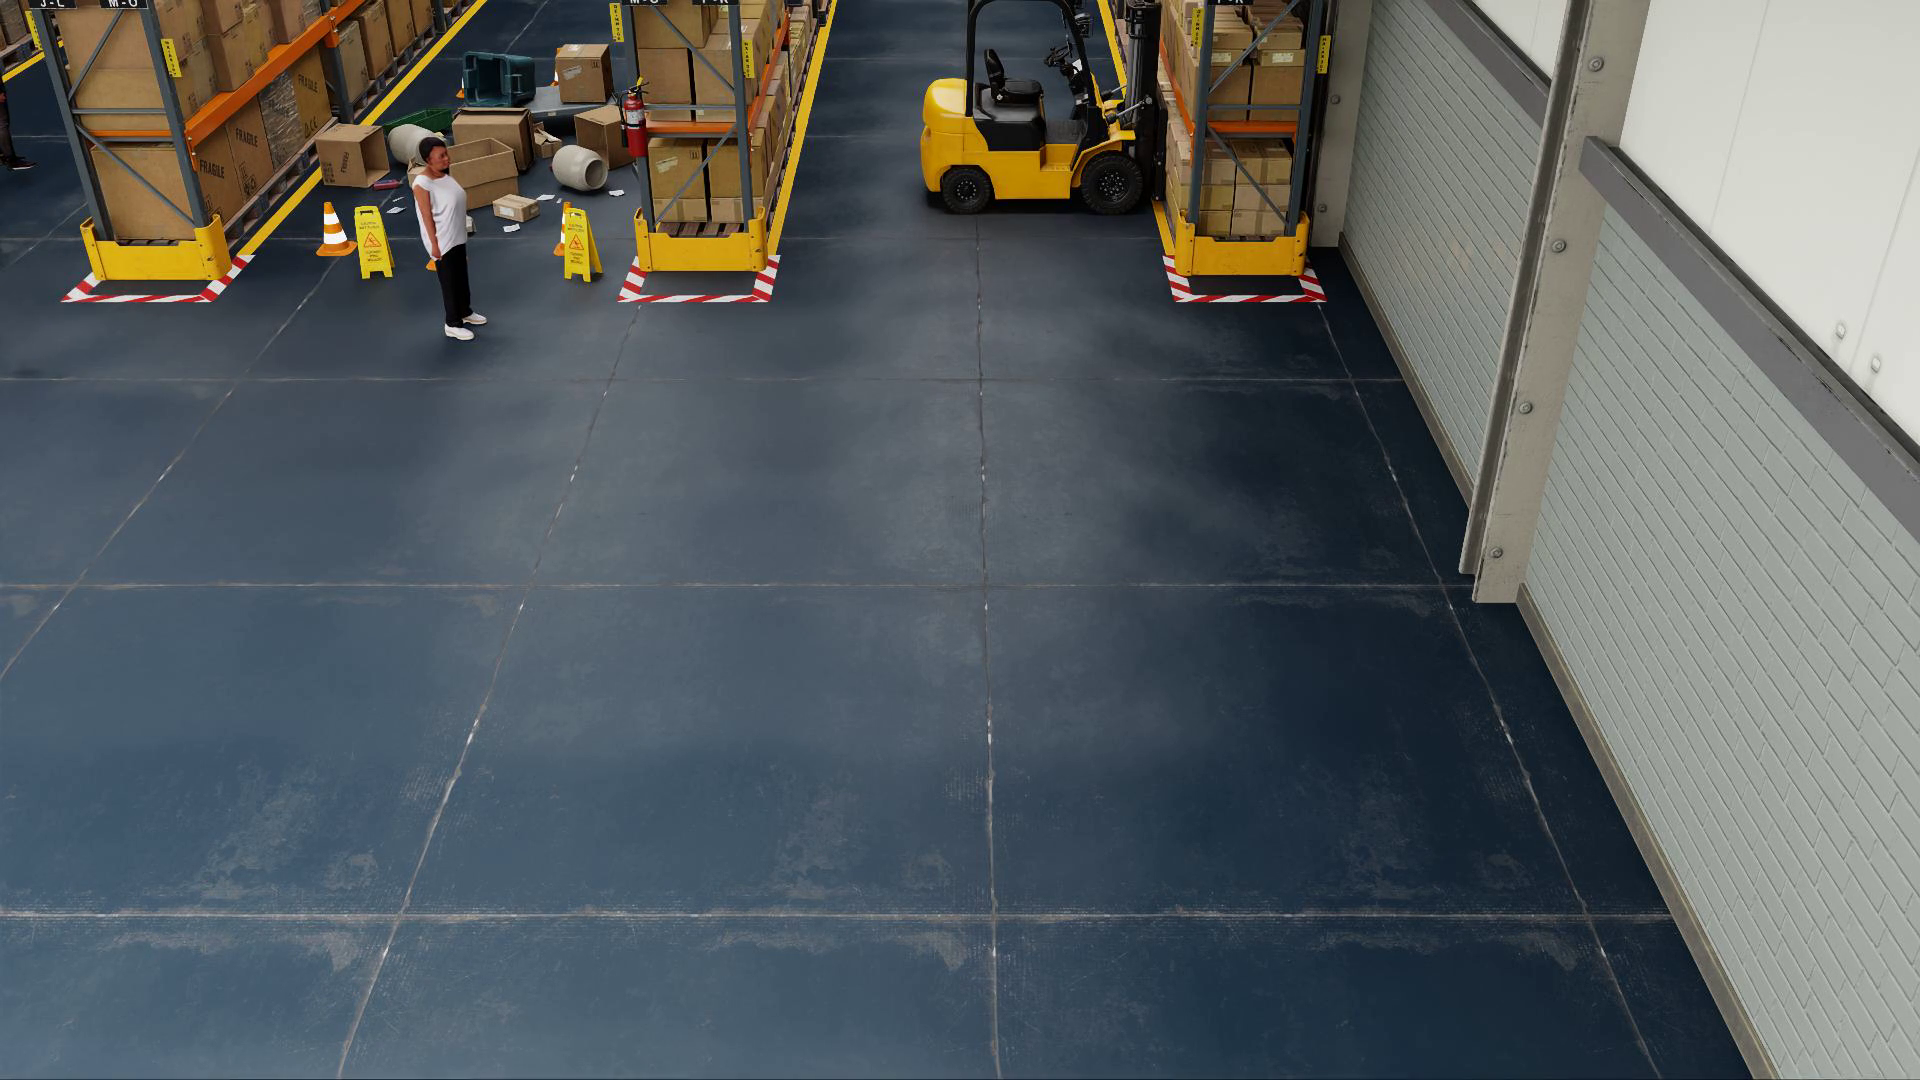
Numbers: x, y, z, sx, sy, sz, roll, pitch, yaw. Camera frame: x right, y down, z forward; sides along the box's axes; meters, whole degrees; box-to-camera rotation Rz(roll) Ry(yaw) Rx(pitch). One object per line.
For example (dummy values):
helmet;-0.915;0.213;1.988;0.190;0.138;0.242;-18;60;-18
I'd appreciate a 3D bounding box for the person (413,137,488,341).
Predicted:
person;-4.253;-2.531;13.835;0.748;1.688;0.580;4;33;7
